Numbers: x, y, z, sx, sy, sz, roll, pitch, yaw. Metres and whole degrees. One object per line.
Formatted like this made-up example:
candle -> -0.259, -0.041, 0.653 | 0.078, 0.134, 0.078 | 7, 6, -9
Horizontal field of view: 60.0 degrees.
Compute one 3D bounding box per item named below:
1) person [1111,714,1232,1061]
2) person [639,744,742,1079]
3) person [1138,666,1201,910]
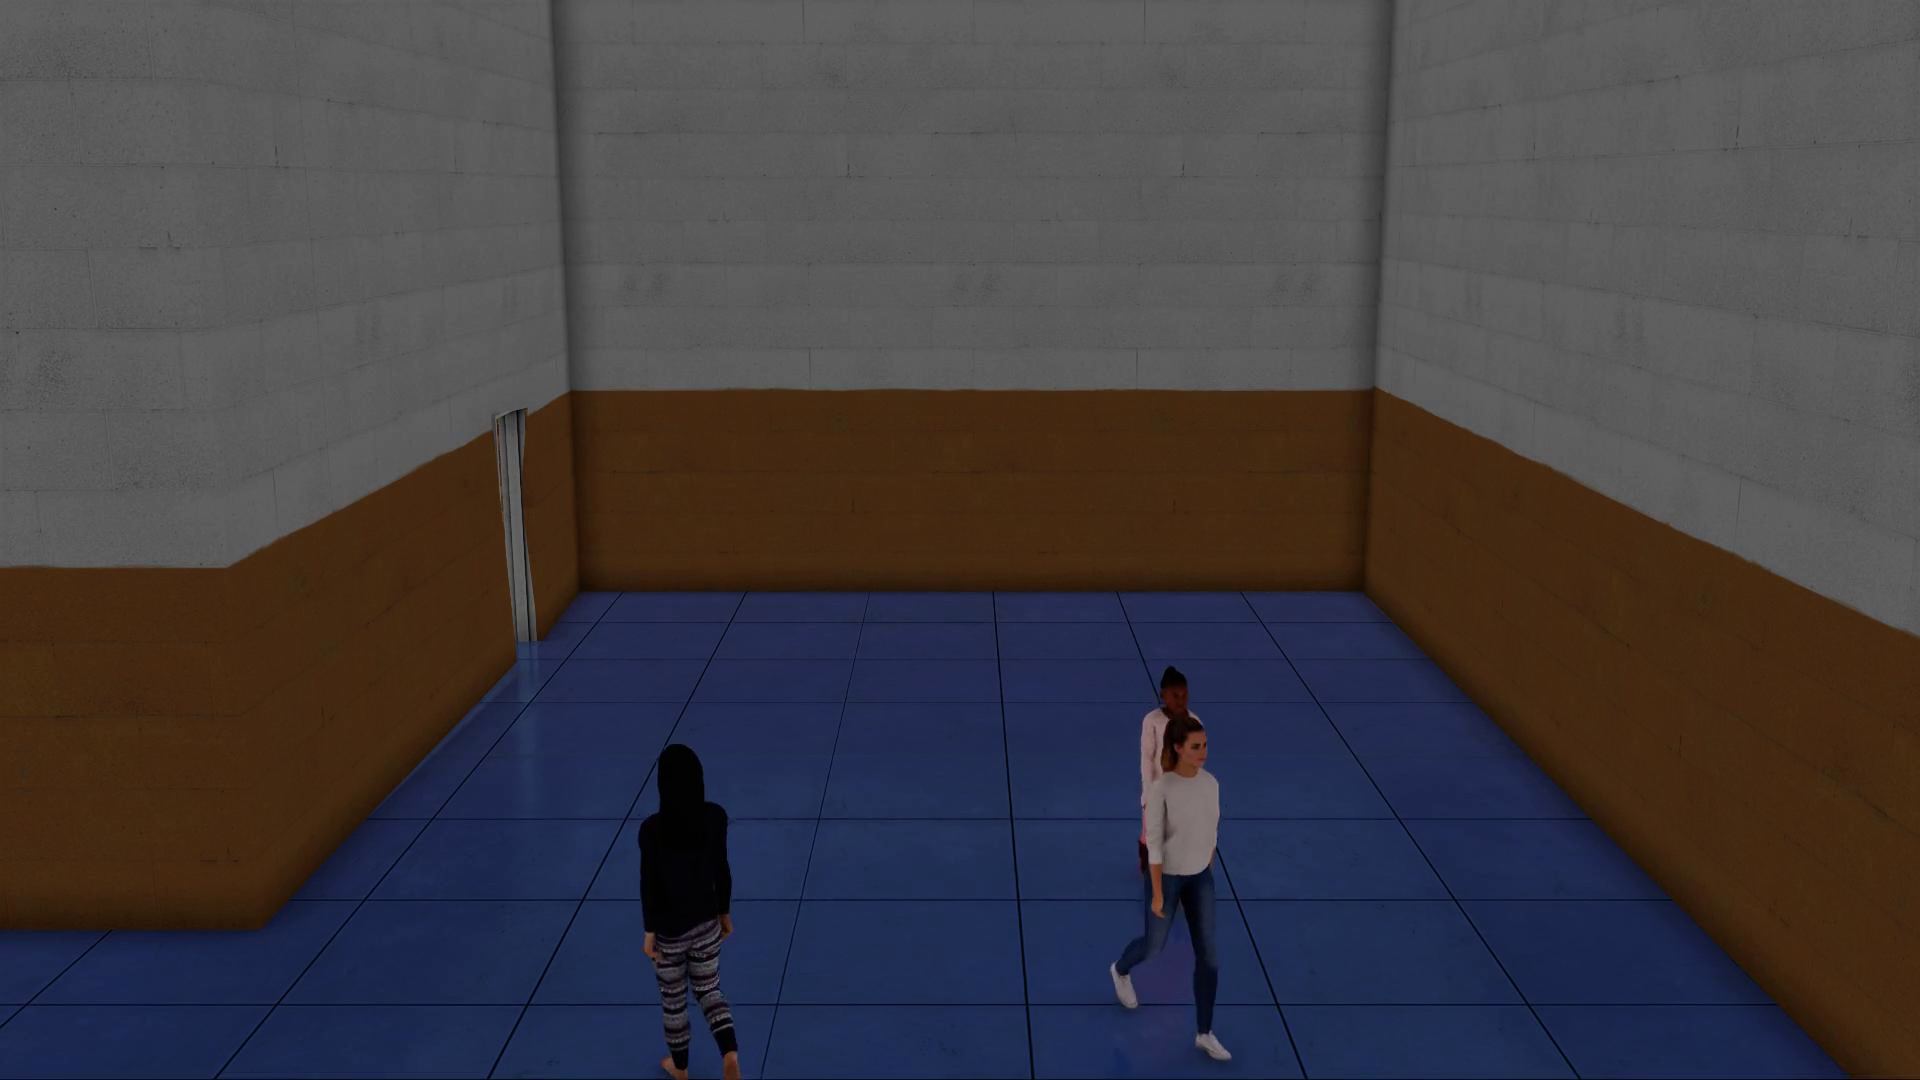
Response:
person -> 1.041, 1.707, 8.381 | 1.123, 1.691, 0.973 | -5, 13, -24
person -> -1.257, 1.812, 7.815 | 0.937, 1.720, 0.941 | -8, 14, -34
person -> 1.237, 1.474, 10.149 | 0.953, 1.419, 0.666 | -1, 12, -6
